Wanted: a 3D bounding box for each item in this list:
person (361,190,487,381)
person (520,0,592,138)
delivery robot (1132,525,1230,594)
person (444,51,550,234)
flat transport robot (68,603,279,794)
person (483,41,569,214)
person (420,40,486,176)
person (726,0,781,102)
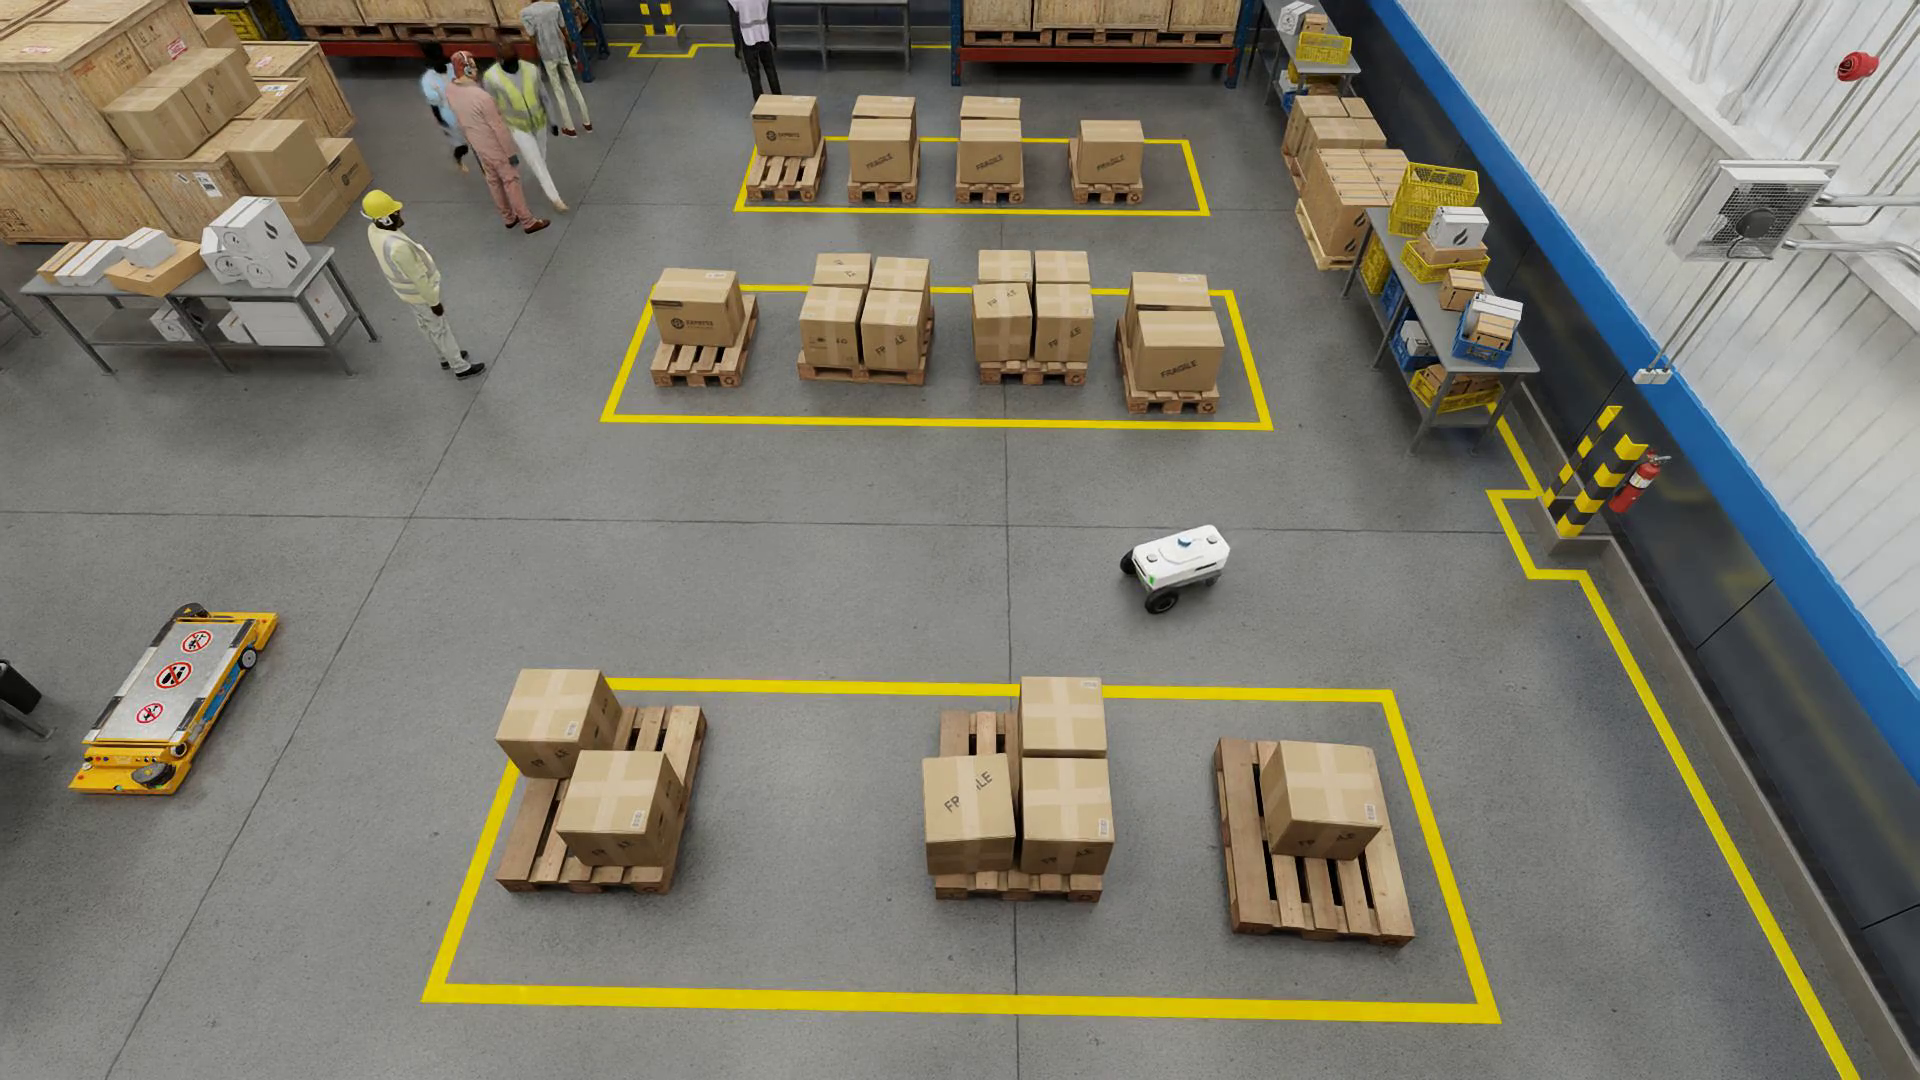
[{"bbox_3d":[-4.863,-2.272,8.254,0.592,1.834,0.404,36,58,26],"label":"person"},{"bbox_3d":[-5.032,-5.982,11.371,0.532,1.871,0.321,-32,57,-24],"label":"person"},{"bbox_3d":[1.680,0.133,6.992,0.707,0.478,0.477,-16,52,-13],"label":"delivery robot"},{"bbox_3d":[-5.035,-4.262,9.898,0.643,1.900,0.400,23,54,18],"label":"person"},{"bbox_3d":[-5.504,1.072,6.442,0.652,0.197,1.431,1,50,1],"label":"flat transport robot"},{"bbox_3d":[-4.877,-4.706,10.354,0.635,1.779,1.001,-36,58,-26],"label":"person"},{"bbox_3d":[-5.829,-4.914,10.584,0.536,1.679,0.544,31,57,24],"label":"person"},{"bbox_3d":[-2.592,-6.344,11.647,0.597,1.915,0.370,-26,55,-21],"label":"person"}]
